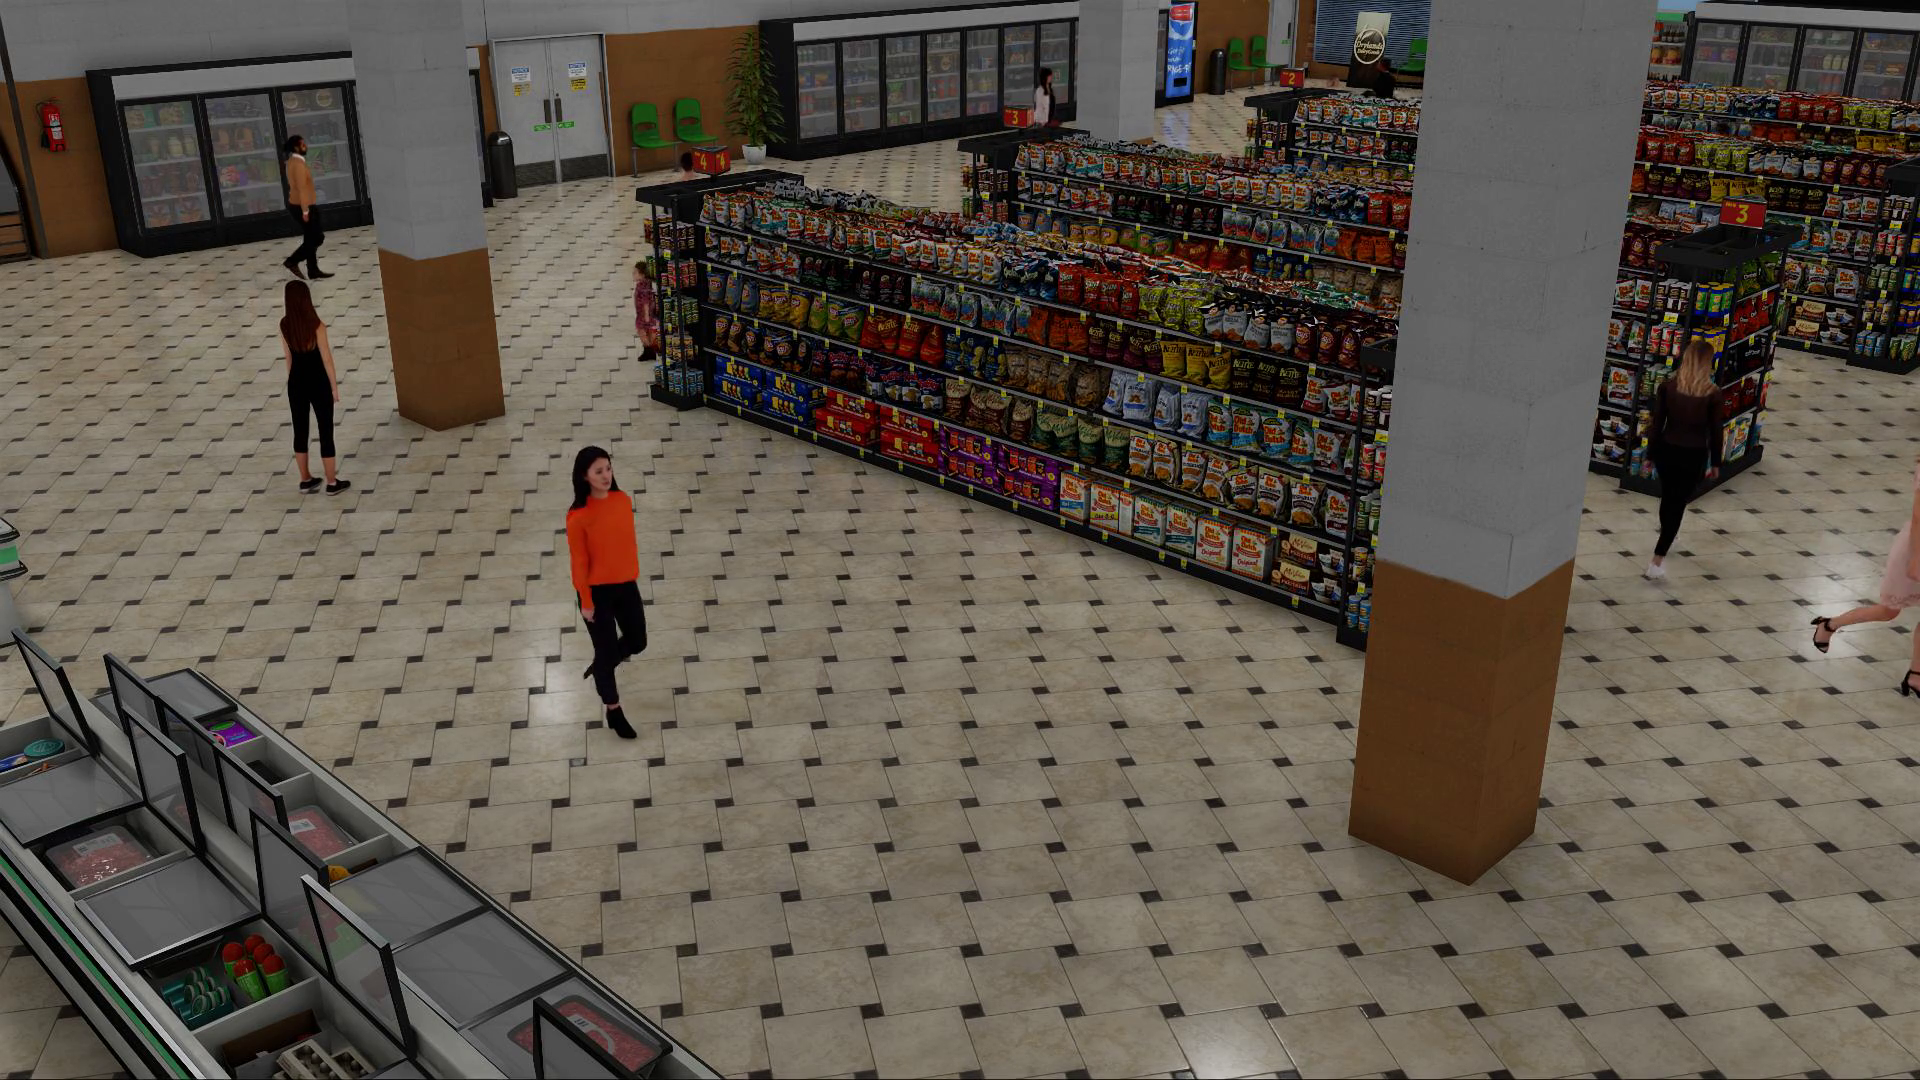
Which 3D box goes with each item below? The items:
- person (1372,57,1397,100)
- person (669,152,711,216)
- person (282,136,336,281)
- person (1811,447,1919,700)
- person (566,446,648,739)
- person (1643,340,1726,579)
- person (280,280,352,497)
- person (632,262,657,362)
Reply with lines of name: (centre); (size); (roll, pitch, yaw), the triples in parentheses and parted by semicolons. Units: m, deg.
person: (6.940, -6.860, 27.071); (1.225, 1.878, 0.762); (16, 27, 35)
person: (-2.960, -3.292, 18.307); (1.221, 1.792, 1.140); (5, 22, 11)
person: (-8.010, -3.987, 20.106); (0.817, 1.741, 0.834); (-13, 25, -30)
person: (5.609, 0.070, 9.923); (0.764, 1.805, 1.114); (-12, 25, -28)
person: (-2.060, 0.290, 9.466); (0.760, 1.738, 0.649); (17, 27, 36)
person: (4.995, -0.521, 11.590); (1.065, 1.659, 0.768); (17, 28, 36)
person: (-5.178, -1.208, 13.213); (0.615, 1.724, 0.700); (4, 22, 9)
person: (-3.160, -2.323, 16.939); (0.556, 1.014, 0.475); (-5, 22, -12)
